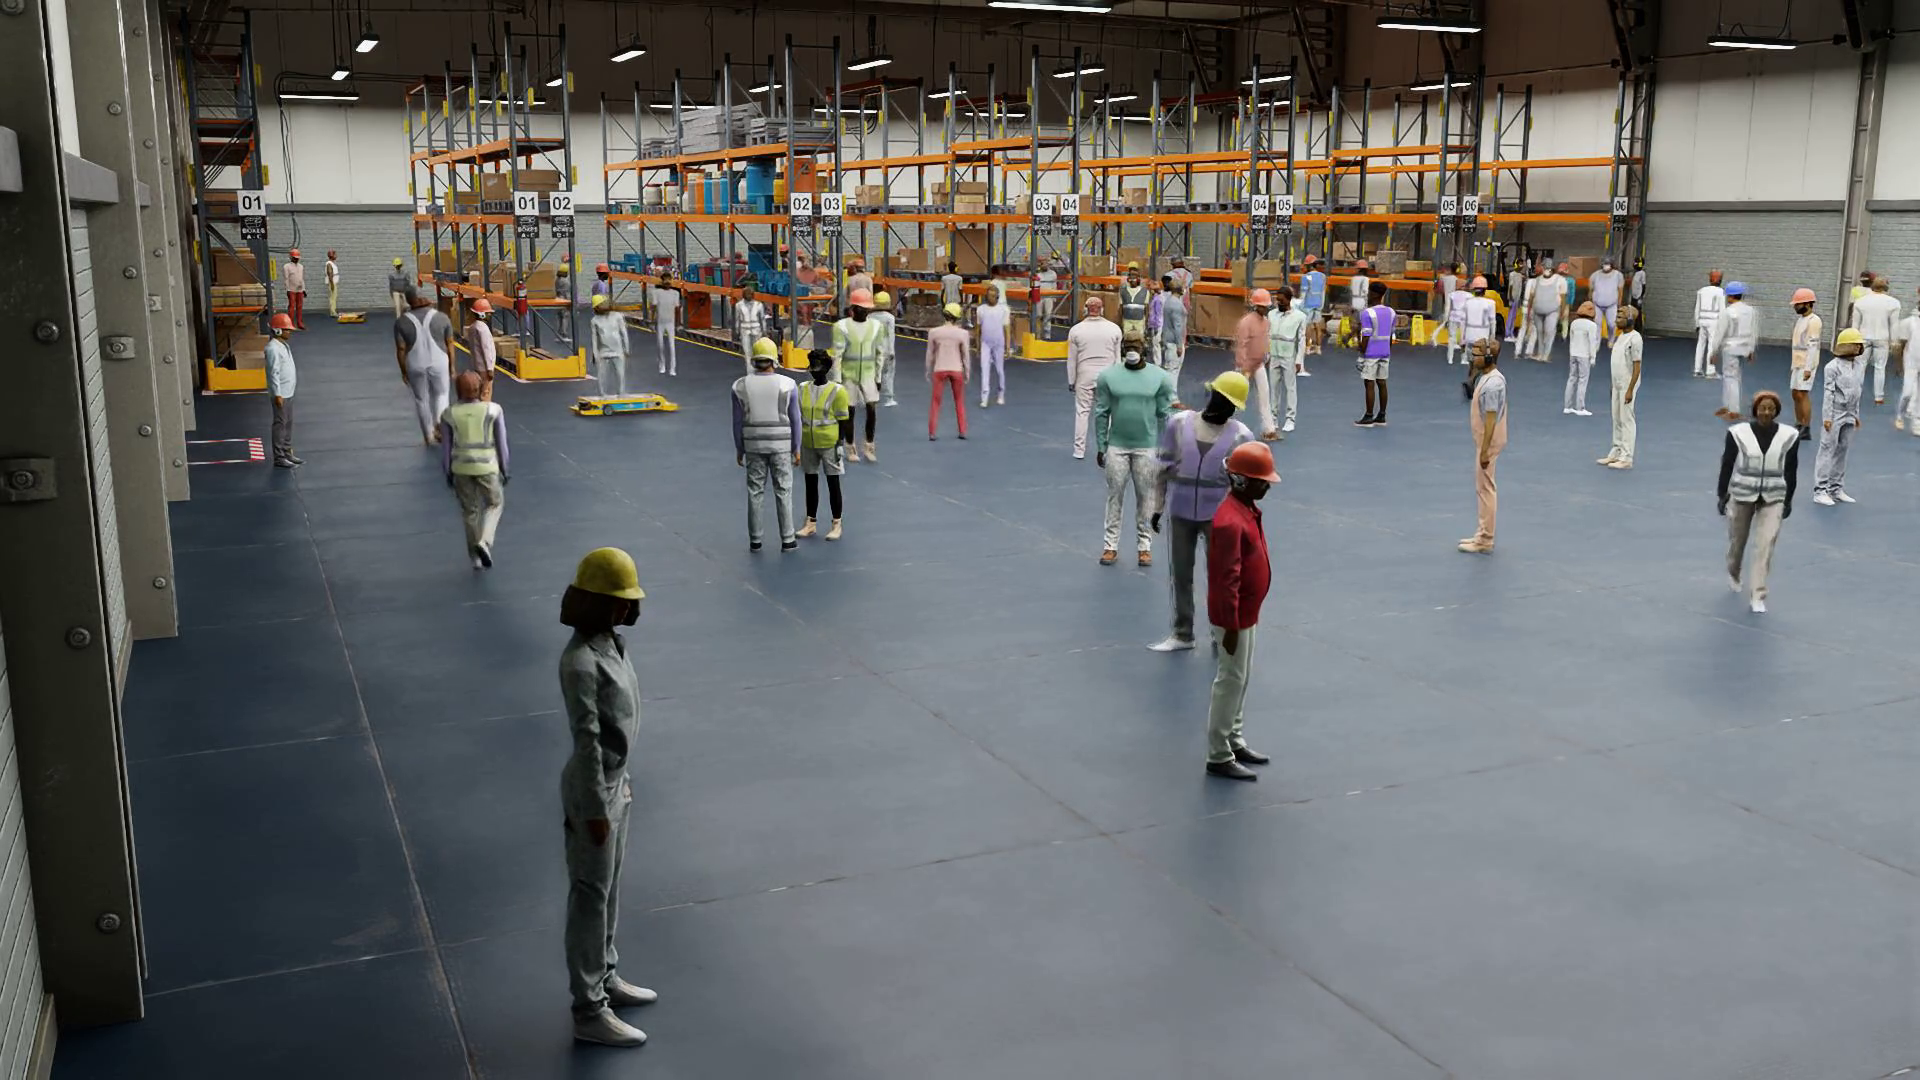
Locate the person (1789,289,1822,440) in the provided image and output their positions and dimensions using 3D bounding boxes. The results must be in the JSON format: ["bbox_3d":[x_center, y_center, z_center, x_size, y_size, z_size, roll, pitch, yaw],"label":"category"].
[{"bbox_3d":[10.721,-2.235,21.203,0.389,1.923,0.549,1,11,7],"label":"person"}]

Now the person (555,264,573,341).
[{"bbox_3d":[-8.930,-5.330,37.436,0.344,1.727,0.494,-9,14,-39],"label":"person"}]

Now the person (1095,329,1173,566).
[{"bbox_3d":[1.415,-0.750,13.605,0.628,1.940,0.378,2,11,11],"label":"person"}]

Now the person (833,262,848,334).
[{"bbox_3d":[-2.777,-5.731,39.436,0.321,1.736,0.606,8,14,36],"label":"person"}]

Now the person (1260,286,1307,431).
[{"bbox_3d":[4.304,-2.406,22.088,0.588,1.913,0.390,10,15,41],"label":"person"}]

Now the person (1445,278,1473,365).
[{"bbox_3d":[9.495,-4.151,31.657,0.523,1.636,0.310,5,12,24],"label":"person"}]

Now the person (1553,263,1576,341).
[{"bbox_3d":[13.579,-5.371,37.558,0.561,1.752,0.324,6,12,26],"label":"person"}]

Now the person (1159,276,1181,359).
[{"bbox_3d":[4.072,-4.368,32.721,0.541,1.635,0.889,4,12,18],"label":"person"}]

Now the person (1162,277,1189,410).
[{"bbox_3d":[3.157,-2.875,24.404,0.370,1.940,0.630,-1,11,-6],"label":"person"}]

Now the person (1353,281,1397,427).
[{"bbox_3d":[5.602,-2.509,22.469,0.607,1.966,0.366,-8,13,-34],"label":"person"}]

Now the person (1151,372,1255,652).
[{"bbox_3d":[1.575,-0.164,10.817,0.678,1.876,0.367,4,12,17],"label":"person"}]

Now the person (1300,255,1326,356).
[{"bbox_3d":[7.108,-4.749,33.693,0.615,2.034,0.409,-6,13,-28],"label":"person"}]

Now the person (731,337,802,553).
[{"bbox_3d":[-1.624,-0.797,14.108,0.586,1.836,0.404,0,11,2],"label":"person"}]

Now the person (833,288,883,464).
[{"bbox_3d":[-1.150,-1.860,19.044,0.635,2.011,0.751,-3,12,-17],"label":"person"}]

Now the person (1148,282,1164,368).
[{"bbox_3d":[3.549,-3.862,30.208,0.315,1.634,0.517,0,11,-1],"label":"person"}]

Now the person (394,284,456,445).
[{"bbox_3d":[-6.597,-2.167,20.543,0.710,2.000,0.675,-4,12,-18],"label":"person"}]

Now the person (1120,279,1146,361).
[{"bbox_3d":[3.406,-4.350,32.616,0.550,1.647,0.870,-4,12,-21],"label":"person"}]

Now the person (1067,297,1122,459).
[{"bbox_3d":[1.570,-1.896,19.554,0.636,1.900,0.396,0,11,-1],"label":"person"}]

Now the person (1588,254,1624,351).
[{"bbox_3d":[13.435,-4.950,34.686,0.689,2.000,0.538,5,12,24],"label":"person"}]

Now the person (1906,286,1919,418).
[{"bbox_3d":[13.544,-2.661,23.460,0.356,1.882,0.574,6,13,27],"label":"person"}]

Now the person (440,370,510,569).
[{"bbox_3d":[-3.891,-0.546,13.347,0.533,1.624,0.460,-1,11,-5],"label":"person"}]

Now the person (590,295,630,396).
[{"bbox_3d":[-5.064,-2.718,24.227,0.647,1.697,0.346,-1,11,-7],"label":"person"}]

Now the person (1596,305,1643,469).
[{"bbox_3d":[7.485,-1.721,18.779,0.342,1.846,0.509,0,11,-2],"label":"person"}]

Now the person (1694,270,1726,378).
[{"bbox_3d":[13.132,-3.773,29.104,0.337,1.882,0.584,-5,12,-25],"label":"person"}]

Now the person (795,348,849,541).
[{"bbox_3d":[-1.232,-0.841,14.686,0.535,1.697,0.318,5,12,24],"label":"person"}]

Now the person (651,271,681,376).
[{"bbox_3d":[-5.255,-3.865,29.676,0.541,1.845,0.812,-2,11,-11],"label":"person"}]

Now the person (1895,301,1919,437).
[{"bbox_3d":[12.398,-2.253,21.496,0.533,1.836,0.417,2,11,10],"label":"person"}]

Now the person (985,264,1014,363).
[{"bbox_3d":[0.731,-4.356,32.044,0.482,1.890,0.623,5,12,22],"label":"person"}]

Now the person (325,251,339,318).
[{"bbox_3d":[-17.265,-7.033,45.768,0.376,1.844,0.572,-2,11,-12],"label":"person"}]

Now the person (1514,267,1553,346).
[{"bbox_3d":[12.549,-5.060,36.101,0.894,1.706,0.570,-4,12,-17],"label":"person"}]

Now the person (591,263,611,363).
[{"bbox_3d":[-6.859,-4.335,31.889,0.433,1.924,0.557,-5,12,-22],"label":"person"}]

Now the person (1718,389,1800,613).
[{"bbox_3d":[5.859,-0.320,12.248,0.526,1.610,0.750,4,12,20],"label":"person"}]

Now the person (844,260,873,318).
[{"bbox_3d":[-2.071,-4.724,33.871,0.624,1.929,1.070,1,11,6],"label":"person"}]

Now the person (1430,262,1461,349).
[{"bbox_3d":[10.371,-4.969,35.273,0.702,1.855,0.526,-6,13,-28],"label":"person"}]

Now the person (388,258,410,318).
[{"bbox_3d":[-14.254,-6.307,42.319,0.529,1.750,0.603,-5,12,-24],"label":"person"}]

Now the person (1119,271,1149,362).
[{"bbox_3d":[3.153,-3.968,30.228,0.559,1.837,0.393,3,11,14],"label":"person"}]

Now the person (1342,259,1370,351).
[{"bbox_3d":[8.271,-4.864,34.551,0.675,1.920,0.559,-4,12,-20],"label":"person"}]

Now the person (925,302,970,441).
[{"bbox_3d":[-0.168,-2.132,21.092,0.605,1.752,0.376,1,11,4],"label":"person"}]

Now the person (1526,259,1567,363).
[{"bbox_3d":[11.253,-4.434,32.062,0.704,2.000,0.937,9,14,39],"label":"person"}]
